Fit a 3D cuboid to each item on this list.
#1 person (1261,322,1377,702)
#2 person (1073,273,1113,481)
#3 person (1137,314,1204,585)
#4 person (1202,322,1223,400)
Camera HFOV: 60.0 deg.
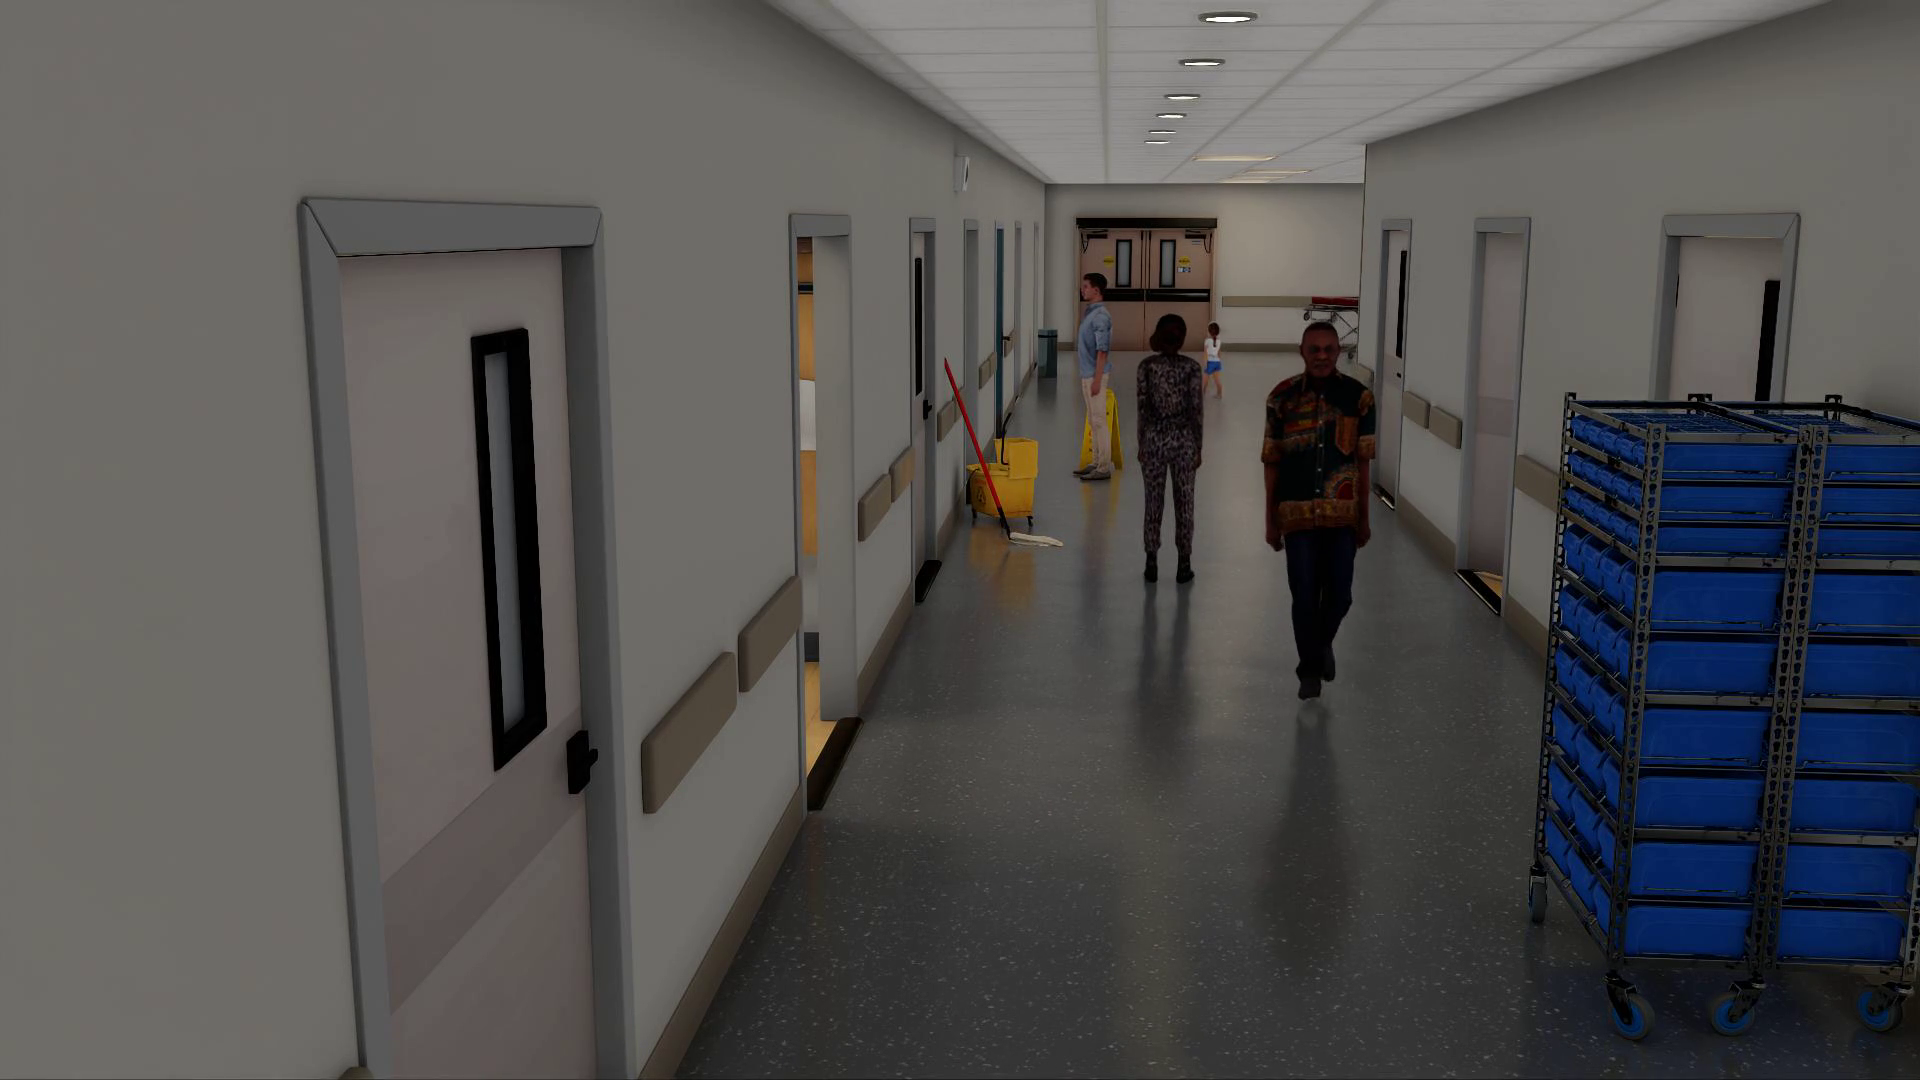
[{"bbox_3d":[1.719,-0.147,7.995,0.711,1.798,0.779,2,11,9],"label":"person"},{"bbox_3d":[1.223,-1.479,14.996,0.749,1.846,0.534,-1,11,-5],"label":"person"},{"bbox_3d":[1.333,-0.587,10.649,0.603,1.714,0.588,2,11,13],"label":"person"},{"bbox_3d":[3.305,-2.305,21.626,0.644,0.996,0.789,-5,12,-24],"label":"person"}]
